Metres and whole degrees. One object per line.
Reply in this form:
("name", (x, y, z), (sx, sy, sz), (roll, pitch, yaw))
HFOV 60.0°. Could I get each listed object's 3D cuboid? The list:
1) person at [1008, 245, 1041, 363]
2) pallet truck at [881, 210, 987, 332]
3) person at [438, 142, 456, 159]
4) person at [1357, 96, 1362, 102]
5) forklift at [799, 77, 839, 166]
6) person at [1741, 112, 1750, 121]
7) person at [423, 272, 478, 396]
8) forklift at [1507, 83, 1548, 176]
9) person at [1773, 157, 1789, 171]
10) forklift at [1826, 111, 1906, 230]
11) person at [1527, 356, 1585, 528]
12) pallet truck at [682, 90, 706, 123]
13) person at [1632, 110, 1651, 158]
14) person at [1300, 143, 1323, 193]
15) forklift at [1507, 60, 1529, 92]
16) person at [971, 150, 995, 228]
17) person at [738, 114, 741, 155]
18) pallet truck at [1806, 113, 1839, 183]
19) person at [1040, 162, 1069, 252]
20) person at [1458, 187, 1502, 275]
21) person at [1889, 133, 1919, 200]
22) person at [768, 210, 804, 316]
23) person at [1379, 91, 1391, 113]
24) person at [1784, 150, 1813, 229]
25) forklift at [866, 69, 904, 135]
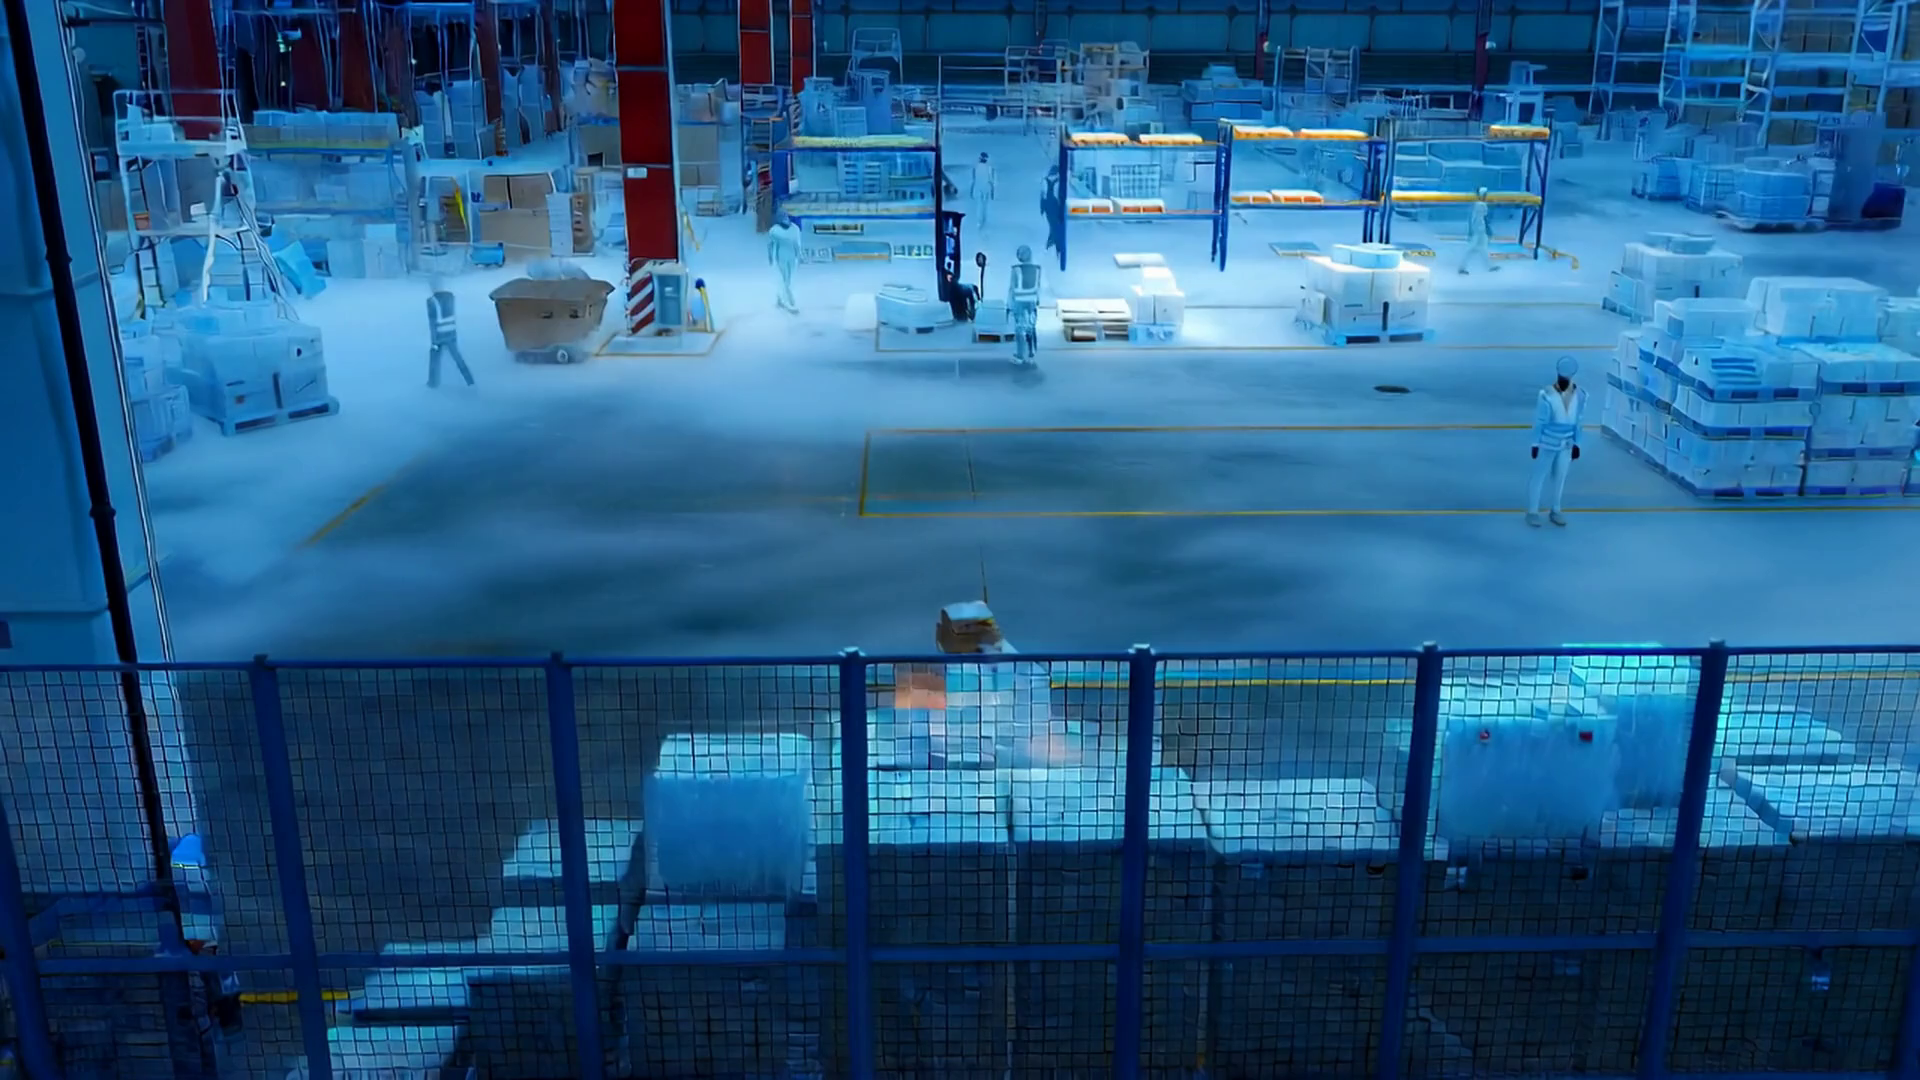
("person", (1.022, -3.769, 26.591), (0.574, 1.883, 0.355), (-11, 21, -29))
("pallet truck", (-0.493, -4.759, 29.349), (1.885, 1.965, 0.823), (-13, 23, -34))
("person", (-14.152, -10.141, 45.844), (0.815, 1.656, 0.536), (14, 23, 36))
("person", (15.237, -16.040, 63.331), (0.529, 1.665, 0.830), (-6, 20, -18))
("forklift", (-4.644, -13.871, 55.021), (1.129, 2.768, 1.873), (2, 19, 5))
("person", (28.576, -15.081, 60.447), (0.563, 1.672, 0.553), (3, 19, 10))
("person", (-7.560, -3.027, 24.474), (0.984, 1.847, 0.585), (10, 21, 28))
("forklift", (17.631, -12.825, 51.917), (1.129, 2.768, 1.873), (-1, 19, -1))
("person", (20.877, -8.933, 42.359), (0.895, 1.587, 0.536), (-10, 21, -28))
("forklift", (22.120, -9.074, 40.790), (1.873, 2.768, 1.129), (-1, 19, -2))
("person", (6.650, -1.094, 18.552), (0.604, 1.949, 0.389), (-4, 19, -11))
("pallet truck", (-9.671, -15.907, 62.421), (0.823, 1.965, 1.885), (5, 19, 15))
("person", (23.620, -14.045, 57.497), (0.808, 1.606, 0.523), (-17, 25, -41))
("person", (9.633, -10.137, 45.571), (0.636, 1.826, 0.699), (-8, 20, -21))
("forklift", (22.288, -17.832, 66.770), (1.129, 2.768, 1.873), (-16, 24, -39))
("person", (0.570, -8.641, 41.000), (0.604, 1.908, 0.455), (0, 19, -1))
("person", (-7.298, -13.805, 56.295), (0.381, 1.924, 0.594), (0, 19, -1))
("pallet truck", (26.403, -11.957, 50.702), (0.823, 1.965, 1.885), (6, 19, 16))
("person", (2.116, -7.539, 37.529), (0.683, 2.000, 0.980), (12, 22, 31))
("person", (10.852, -6.395, 34.479), (0.980, 1.820, 0.518), (0, 19, -1))
("person", (26.052, -10.290, 45.954), (1.070, 1.869, 0.665), (-13, 23, -34))
("person", (-3.213, -5.126, 30.610), (0.645, 1.896, 1.005), (-12, 22, -31))
("person", (15.991, -15.972, 62.798), (0.561, 1.890, 1.029), (-5, 19, -14))
("person", (20.610, -8.651, 41.014), (0.642, 1.919, 0.569), (12, 22, 32))
("forklift", (-2.895, -15.504, 59.864), (1.129, 2.768, 1.873), (10, 21, 28))
